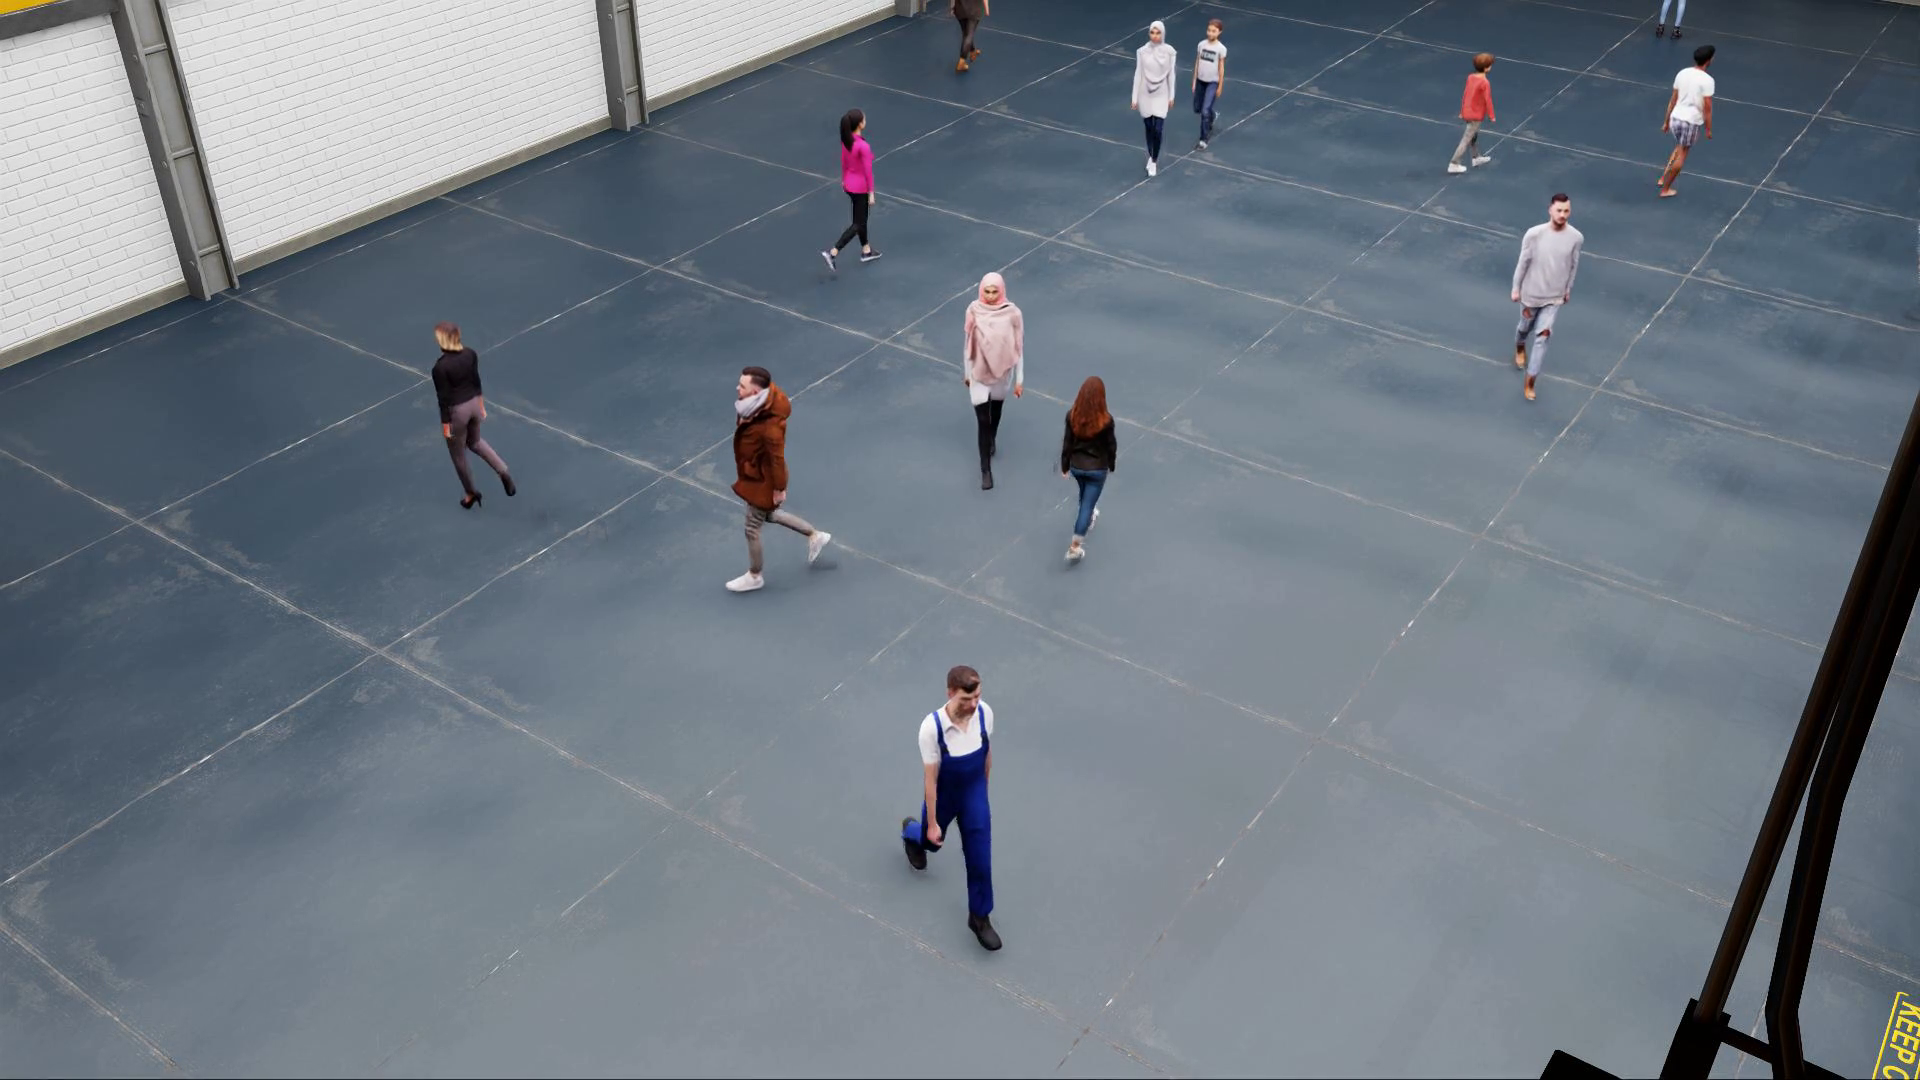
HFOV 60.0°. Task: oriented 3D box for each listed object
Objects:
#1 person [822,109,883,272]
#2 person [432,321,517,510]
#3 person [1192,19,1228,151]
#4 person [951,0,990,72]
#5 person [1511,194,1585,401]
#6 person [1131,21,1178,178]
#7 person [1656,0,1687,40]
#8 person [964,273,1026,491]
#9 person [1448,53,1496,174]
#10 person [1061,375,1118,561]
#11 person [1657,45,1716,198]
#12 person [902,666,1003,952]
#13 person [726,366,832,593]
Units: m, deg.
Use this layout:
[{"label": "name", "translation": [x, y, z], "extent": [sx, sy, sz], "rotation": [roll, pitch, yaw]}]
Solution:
[{"label": "person", "translation": [-1.122, -3.545, 16.997], "extent": [1.114, 1.673, 0.775], "rotation": [-24, 41, -32]}, {"label": "person", "translation": [-3.846, -0.939, 13.090], "extent": [0.734, 1.659, 0.753], "rotation": [14, 36, 20]}, {"label": "person", "translation": [3.027, -5.550, 20.126], "extent": [0.539, 1.549, 0.845], "rotation": [22, 39, 29]}, {"label": "person", "translation": [0.081, -7.164, 22.443], "extent": [0.731, 1.673, 1.094], "rotation": [16, 37, 22]}, {"label": "person", "translation": [5.215, -2.254, 14.930], "extent": [0.986, 1.812, 1.262], "rotation": [7, 34, 10]}, {"label": "person", "translation": [2.267, -5.168, 19.363], "extent": [0.750, 1.758, 0.838], "rotation": [9, 35, 13]}, {"label": "person", "translation": [10.297, -8.063, 23.753], "extent": [0.575, 1.720, 0.514], "rotation": [20, 39, 28]}, {"label": "person", "translation": [0.267, -1.370, 13.659], "extent": [1.080, 1.747, 1.258], "rotation": [0, 34, 1]}, {"label": "person", "translation": [5.916, -4.938, 19.346], "extent": [0.908, 1.394, 0.810], "rotation": [-9, 35, -13]}, {"label": "person", "translation": [0.957, -0.522, 12.653], "extent": [0.670, 1.449, 1.033], "rotation": [15, 36, 21]}, {"label": "person", "translation": [8.090, -4.667, 18.648], "extent": [0.785, 1.715, 0.756], "rotation": [-13, 36, -18]}, {"label": "person", "translation": [-0.075, 1.410, 9.410], "extent": [1.243, 1.821, 1.104], "rotation": [-15, 36, -21]}, {"label": "person", "translation": [-1.361, -0.464, 12.235], "extent": [1.213, 1.814, 1.094], "rotation": [-10, 35, -14]}]
